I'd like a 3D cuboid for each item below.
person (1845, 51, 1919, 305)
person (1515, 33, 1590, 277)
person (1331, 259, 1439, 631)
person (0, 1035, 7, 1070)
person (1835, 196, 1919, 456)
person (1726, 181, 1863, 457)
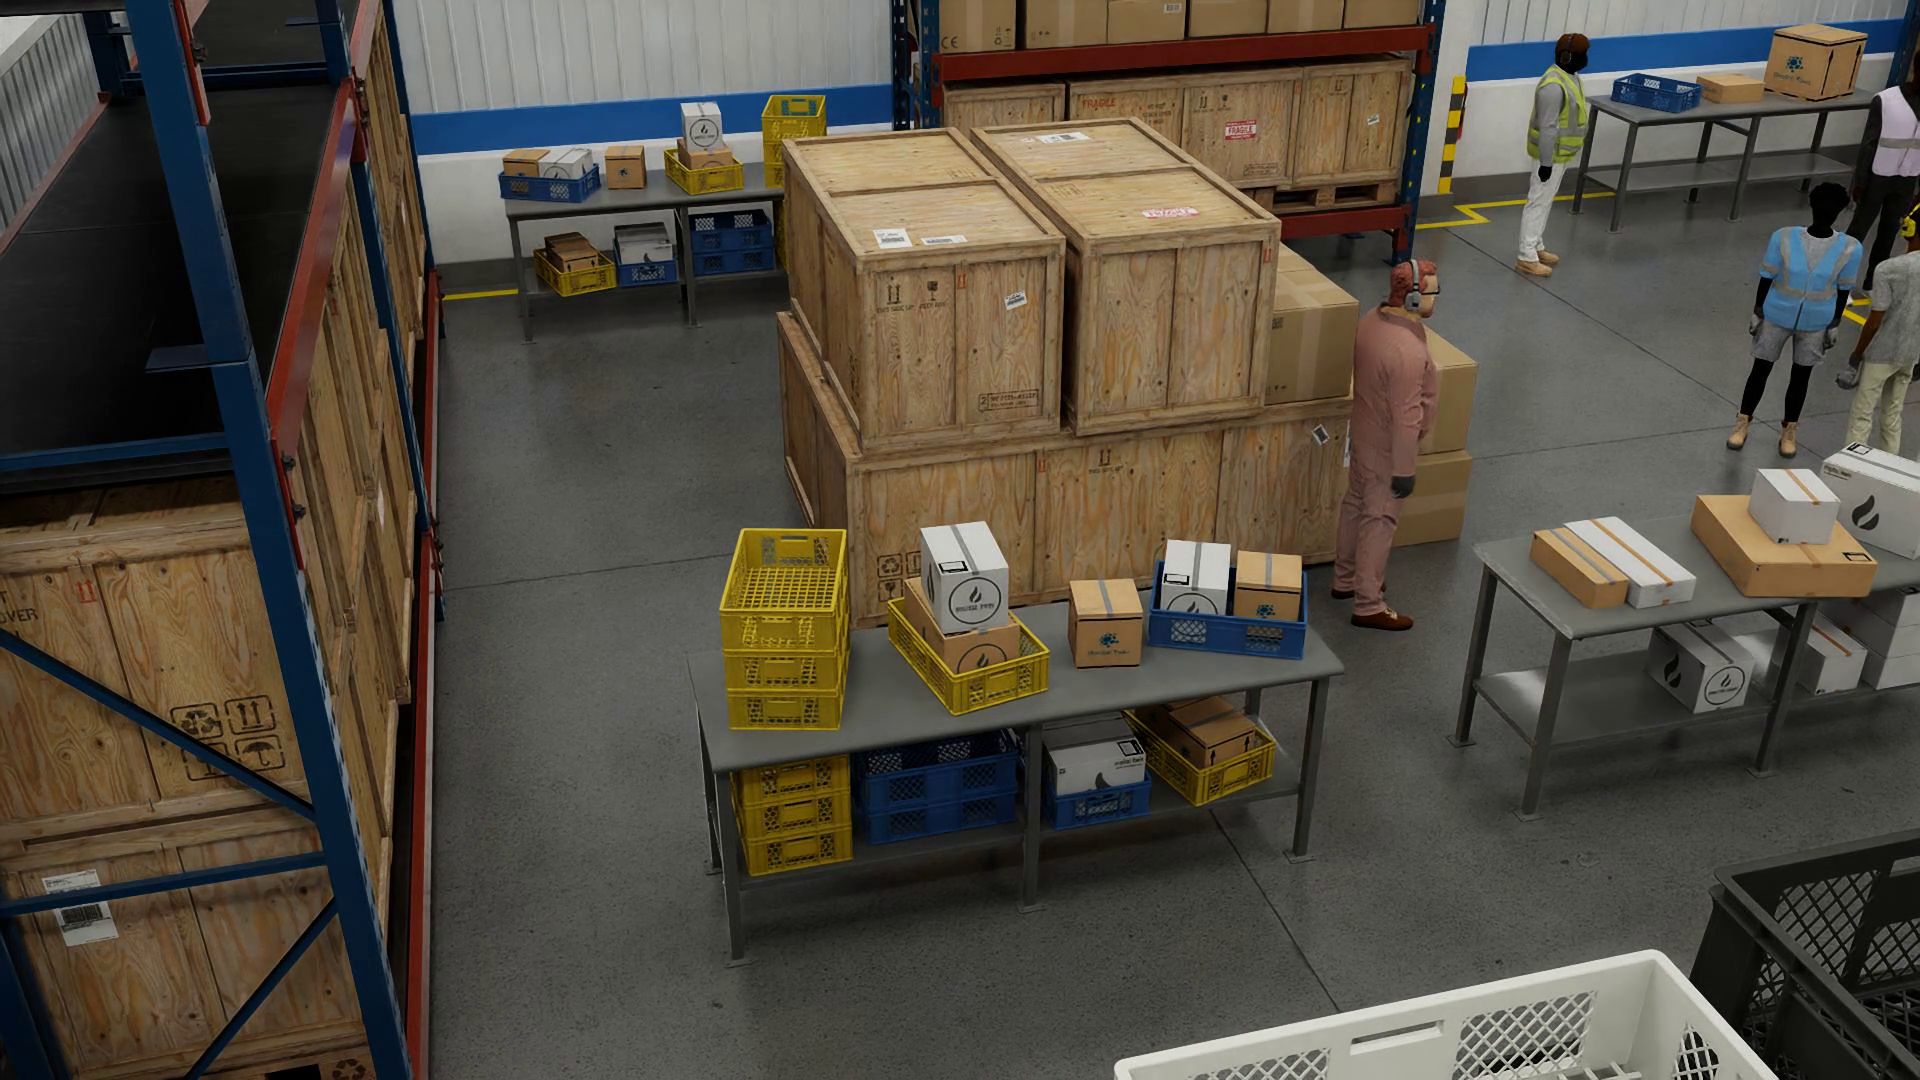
[{"bbox_3d":[6.874,-2.676,12.263,0.592,1.915,0.399,-1,29,-2],"label":"person"},{"bbox_3d":[4.611,-2.995,12.908,0.429,1.842,0.633,14,32,24],"label":"person"},{"bbox_3d":[2.142,-0.479,8.274,0.400,1.910,0.643,-2,29,-4],"label":"person"},{"bbox_3d":[-2.232,1.836,4.041,0.633,1.939,0.368,-8,30,-14],"label":"person"},{"bbox_3d":[5.170,-1.013,9.282,0.508,1.872,0.329,-6,29,-11],"label":"person"},{"bbox_3d":[5.038,-1.326,10.023,0.535,1.699,0.318,12,31,21],"label":"person"}]
